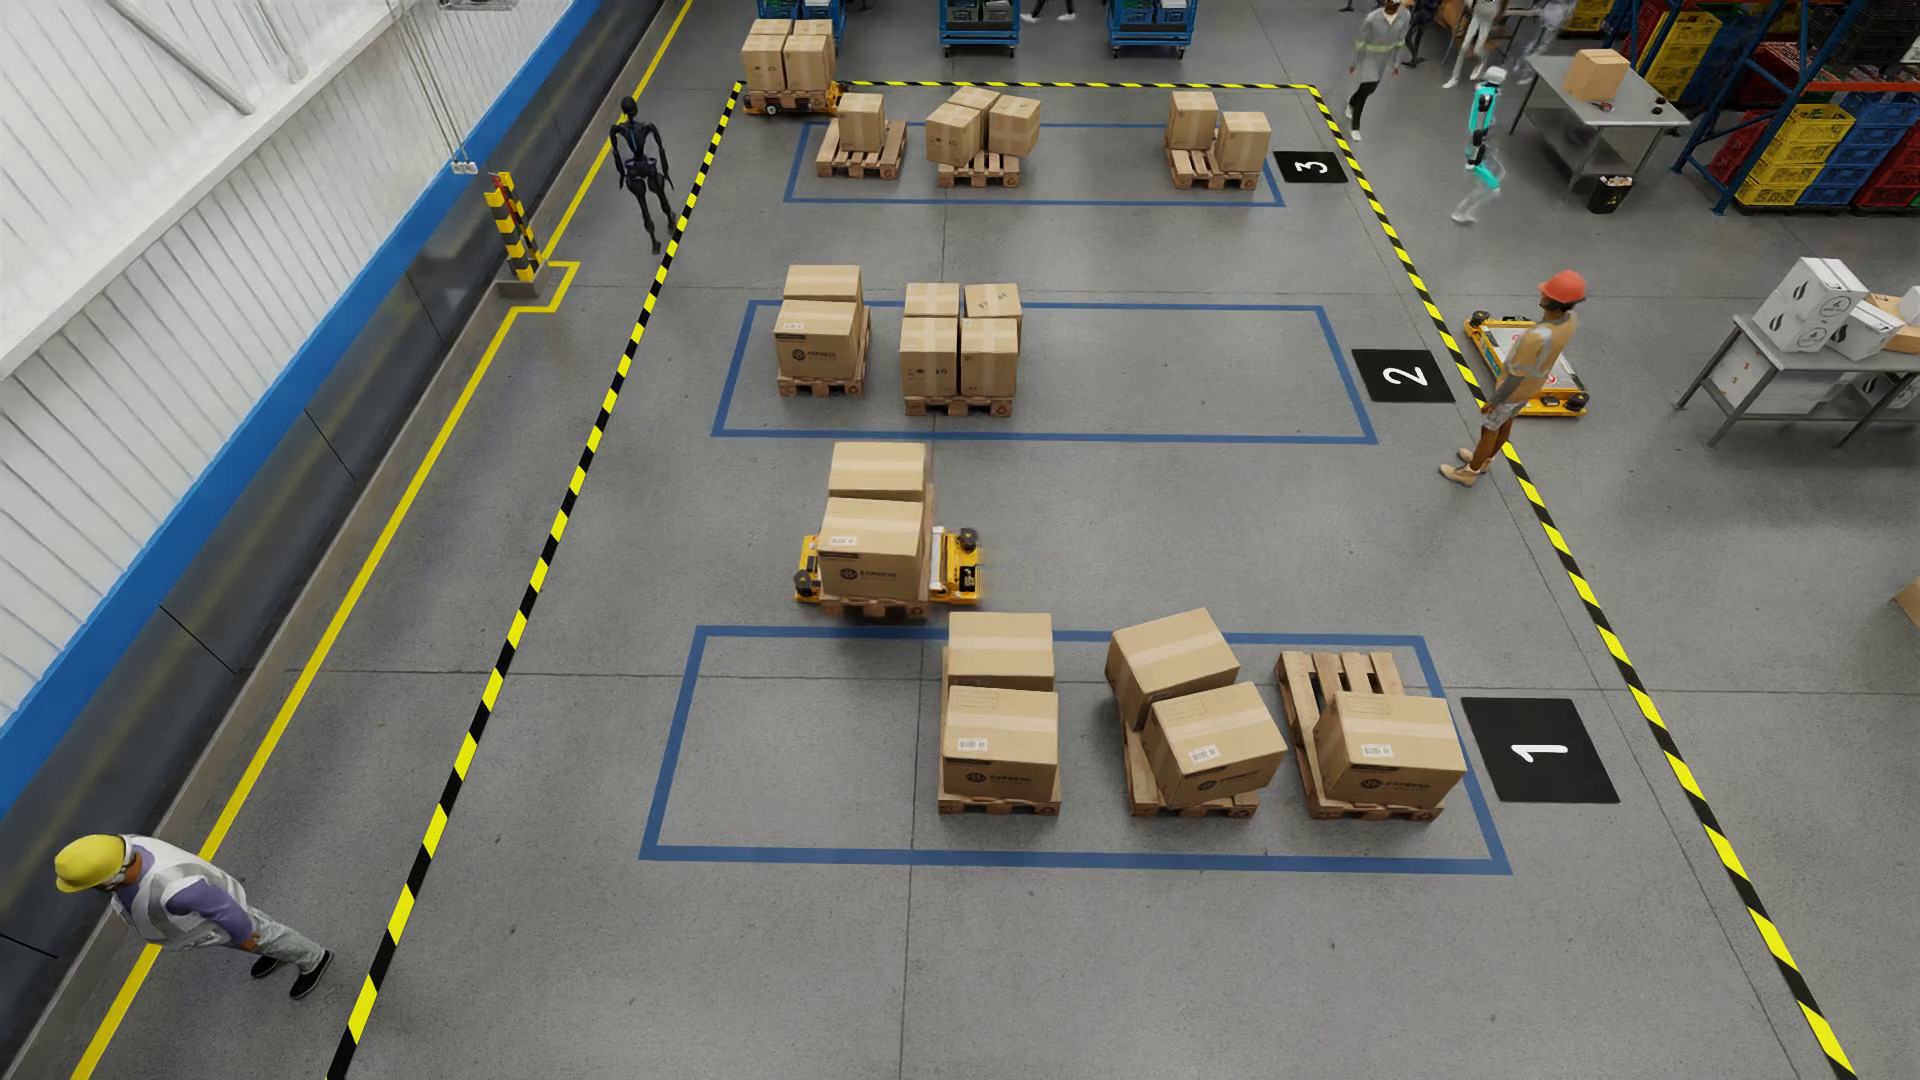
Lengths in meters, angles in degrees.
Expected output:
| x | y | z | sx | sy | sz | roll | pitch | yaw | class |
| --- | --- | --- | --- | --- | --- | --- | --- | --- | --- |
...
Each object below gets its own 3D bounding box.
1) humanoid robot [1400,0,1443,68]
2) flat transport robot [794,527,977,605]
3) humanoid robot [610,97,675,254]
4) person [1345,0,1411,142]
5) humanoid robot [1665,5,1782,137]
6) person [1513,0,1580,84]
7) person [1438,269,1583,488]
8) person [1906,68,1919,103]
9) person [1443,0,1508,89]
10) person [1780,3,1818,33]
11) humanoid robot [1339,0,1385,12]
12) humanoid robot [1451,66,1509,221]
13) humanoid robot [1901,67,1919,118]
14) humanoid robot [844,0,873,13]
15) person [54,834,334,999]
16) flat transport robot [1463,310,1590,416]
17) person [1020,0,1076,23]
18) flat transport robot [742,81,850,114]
| x | y | z | sx | sy | sz | roll | pitch | yaw | class |
| --- | --- | --- | --- | --- | --- | --- | --- | --- | --- |
| 6.793 | -7.712 | 13.270 | 0.390 | 1.648 | 0.599 | 33 | 57 | 25 | humanoid robot |
| -0.579 | 0.191 | 7.349 | 1.431 | 0.197 | 0.652 | 1 | 49 | 1 | flat transport robot |
| -3.515 | -4.083 | 10.157 | 0.592 | 1.630 | 0.738 | -8 | 50 | -7 | humanoid robot |
| 5.380 | -6.273 | 11.937 | 0.589 | 1.821 | 0.832 | -5 | 49 | -5 | person |
| 9.938 | -6.020 | 11.845 | 0.783 | 1.627 | 0.606 | 11 | 50 | 9 | humanoid robot |
| 8.376 | -7.369 | 12.947 | 0.421 | 1.727 | 0.501 | -23 | 53 | -19 | person |
| 4.494 | -1.265 | 7.459 | 0.607 | 2.039 | 0.391 | -29 | 55 | -23 | person |
| 13.032 | -6.404 | 12.053 | 0.659 | 1.821 | 0.434 | -1 | 49 | -1 | person |
| 7.349 | -7.289 | 12.800 | 0.509 | 1.843 | 0.549 | -32 | 56 | -25 | person |
| 11.928 | -7.585 | 13.058 | 0.503 | 1.843 | 0.334 | 5 | 49 | 4 | person |
| 6.717 | -9.388 | 14.766 | 0.742 | 1.650 | 0.591 | -7 | 49 | -6 | humanoid robot |
| 5.956 | -4.347 | 10.341 | 0.810 | 1.793 | 0.552 | 16 | 51 | 13 | humanoid robot |
| 13.258 | -6.472 | 12.163 | 0.545 | 1.750 | 0.851 | -9 | 50 | -8 | humanoid robot |
| -1.721 | -9.407 | 14.758 | 0.550 | 1.642 | 0.599 | -26 | 54 | -21 | humanoid robot |
| -3.958 | 1.966 | 4.799 | 0.598 | 1.827 | 0.403 | 19 | 52 | 16 | person |
| 5.573 | -1.757 | 9.054 | 0.659 | 0.231 | 1.431 | 1 | 49 | 1 | flat transport robot |
| 1.458 | -9.144 | 14.424 | 0.982 | 1.814 | 0.555 | -2 | 49 | -2 | person |
| -2.304 | -6.259 | 12.932 | 1.431 | 0.197 | 0.652 | 1 | 49 | 1 | flat transport robot |
